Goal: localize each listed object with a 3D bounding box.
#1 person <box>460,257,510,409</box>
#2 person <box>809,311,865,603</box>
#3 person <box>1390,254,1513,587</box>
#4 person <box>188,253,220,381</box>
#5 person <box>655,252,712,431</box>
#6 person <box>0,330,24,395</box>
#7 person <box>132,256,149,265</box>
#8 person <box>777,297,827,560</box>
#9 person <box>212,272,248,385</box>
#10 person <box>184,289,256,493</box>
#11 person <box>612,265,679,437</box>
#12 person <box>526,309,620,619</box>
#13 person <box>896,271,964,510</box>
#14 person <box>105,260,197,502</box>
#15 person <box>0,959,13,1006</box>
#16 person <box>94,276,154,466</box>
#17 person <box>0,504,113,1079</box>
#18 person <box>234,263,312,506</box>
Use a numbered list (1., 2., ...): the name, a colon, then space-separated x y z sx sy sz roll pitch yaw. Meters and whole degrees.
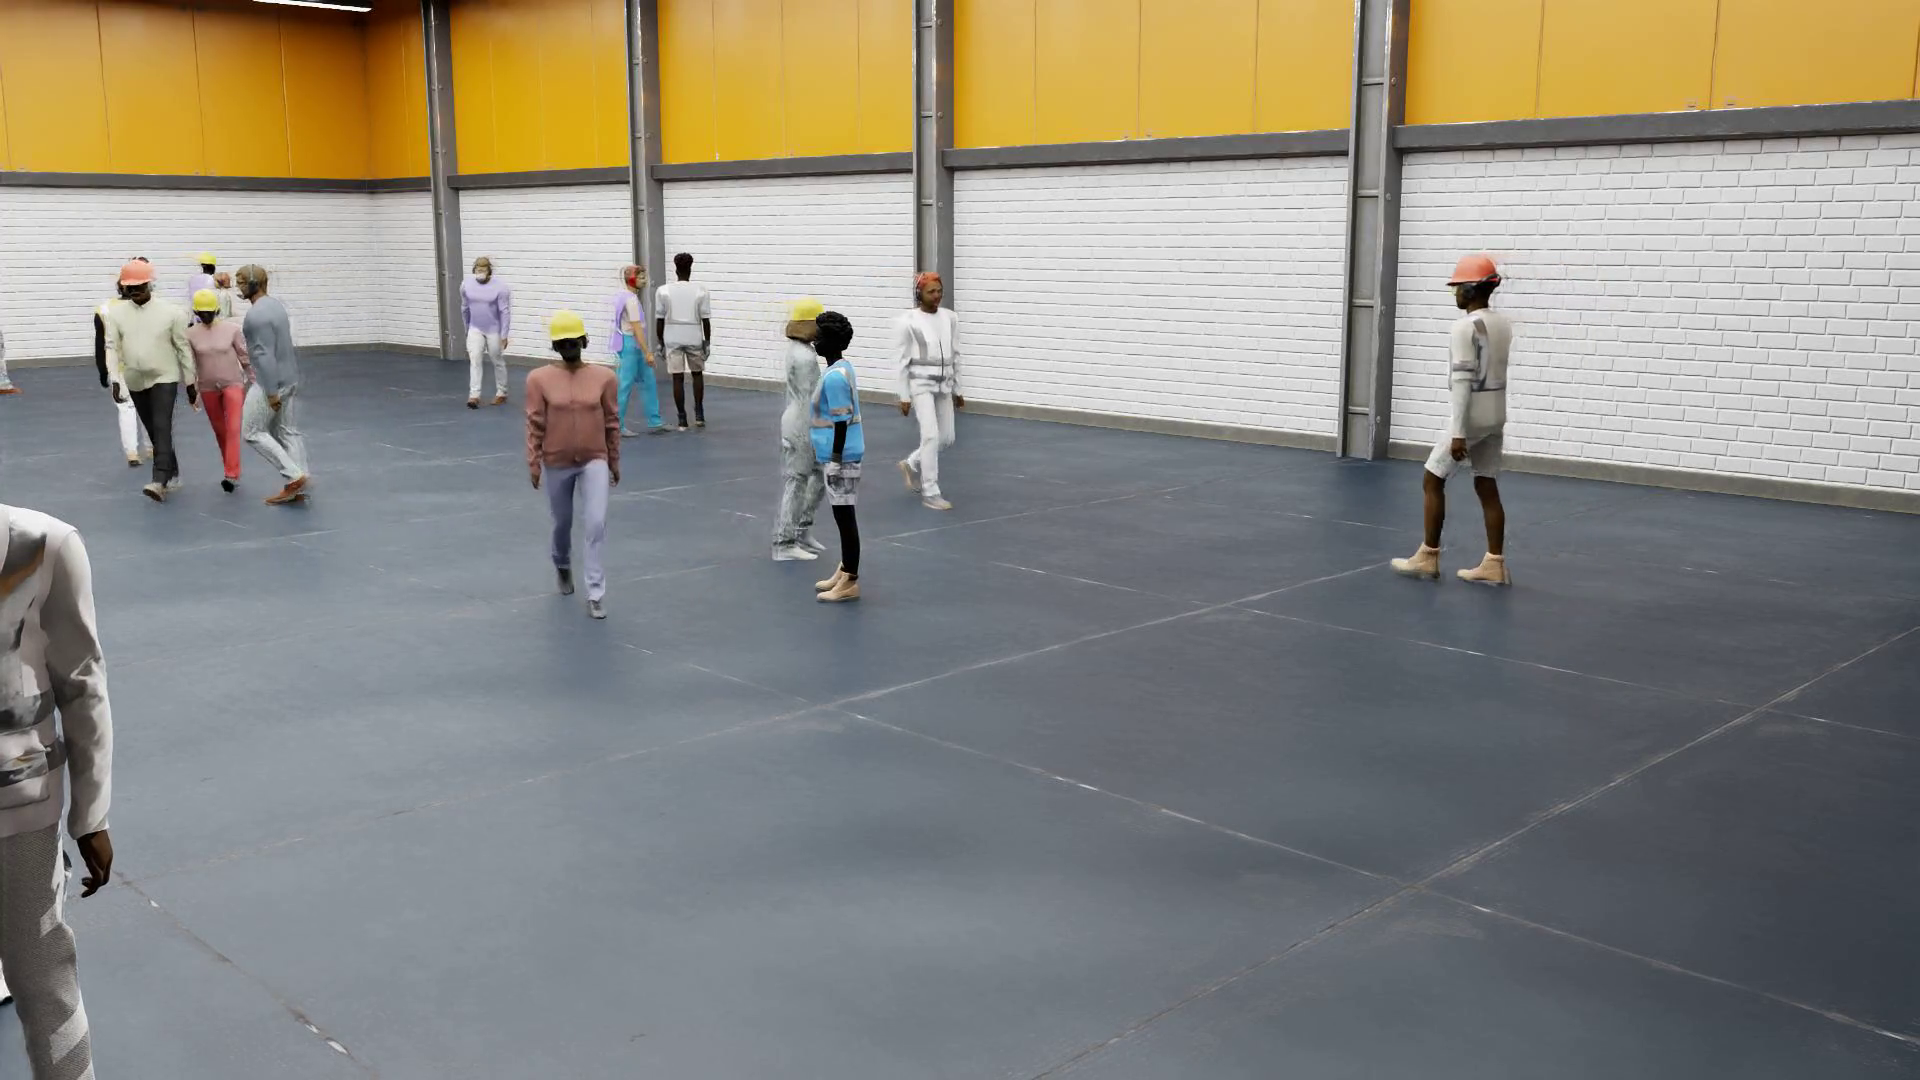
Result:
1. person: -5.884 -2.562 20.614 0.659 1.857 1.034 0 10 2
2. person: -0.716 -0.483 9.713 0.322 1.697 0.533 0 10 -2
3. person: 3.034 -0.731 10.199 0.630 2.011 0.839 -10 14 -43
4. person: -11.074 -3.294 24.577 0.610 1.866 1.006 4 11 22
5. person: -3.051 -2.193 18.379 0.613 1.939 0.756 -2 11 -9
6. person: -13.023 -2.832 21.986 0.629 1.909 0.907 9 13 39
7. person: -10.973 -2.858 22.263 0.432 1.847 0.505 -1 10 -4
8. person: -1.007 -0.716 10.918 0.497 1.730 0.498 -2 11 -10
9. person: -10.151 -2.908 23.125 0.467 1.623 0.532 -3 11 -15
10. person: -6.142 -1.238 13.844 0.588 1.684 0.935 -2 11 -11
11. person: -3.343 -1.982 17.576 0.845 1.813 0.576 -2 11 -10
12. person: -2.213 -0.464 9.533 0.522 1.734 0.844 -3 11 -16
13. person: -0.268 -1.188 13.109 0.582 1.861 0.648 -8 13 -39
14. person: -6.571 -1.295 13.503 0.614 1.925 1.060 -1 10 -6
15. person: -3.066 0.349 4.704 0.884 1.873 0.643 8 13 37
16. person: -7.722 -1.602 15.552 0.635 1.801 0.940 -4 11 -22
17. person: -2.061 0.575 3.433 0.585 1.882 0.337 -2 11 -10
18. person: -5.383 -1.191 12.975 0.453 1.924 0.622 -1 10 -5
